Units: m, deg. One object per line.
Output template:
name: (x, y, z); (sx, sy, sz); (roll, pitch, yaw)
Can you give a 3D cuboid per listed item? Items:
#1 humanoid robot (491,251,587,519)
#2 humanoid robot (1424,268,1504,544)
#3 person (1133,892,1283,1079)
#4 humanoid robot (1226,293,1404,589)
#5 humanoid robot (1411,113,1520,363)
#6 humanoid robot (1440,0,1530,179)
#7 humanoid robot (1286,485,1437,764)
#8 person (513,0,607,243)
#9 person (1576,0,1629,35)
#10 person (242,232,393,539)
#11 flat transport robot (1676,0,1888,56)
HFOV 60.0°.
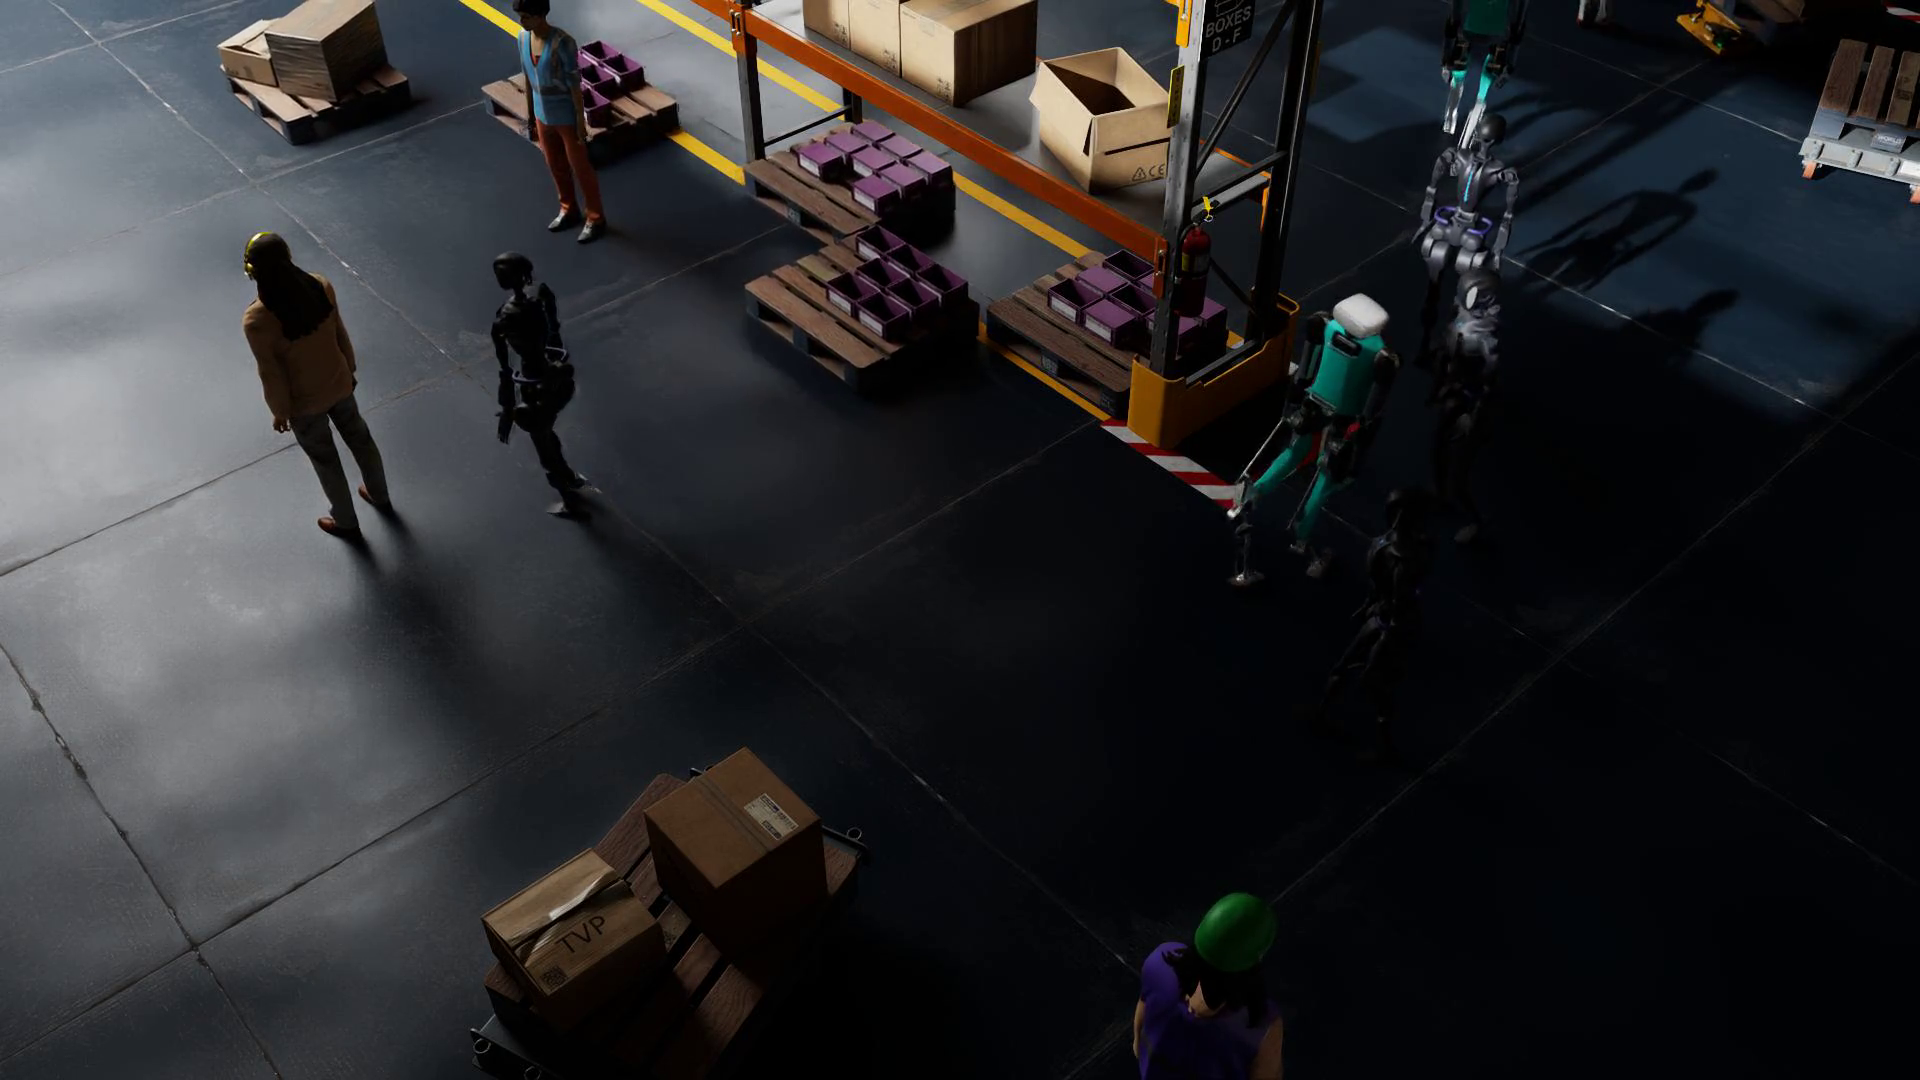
humanoid robot: (-2.278, -0.808, 8.938); (0.417, 1.647, 0.590); (14, 44, 14)
humanoid robot: (2.718, -0.730, 8.850); (0.418, 1.638, 0.588); (-9, 43, -9)
person: (0.849, 1.879, 5.823); (0.544, 1.929, 0.417); (28, 49, 27)
humanoid robot: (1.704, -0.367, 8.428); (0.866, 1.782, 0.575); (-32, 52, -30)
humanoid robot: (3.008, -1.814, 10.029); (0.584, 1.651, 0.426); (24, 48, 24)
humanoid robot: (3.702, -3.525, 11.878); (0.543, 1.811, 0.893); (11, 44, 12)
humanoid robot: (1.886, 0.408, 7.615); (0.570, 1.646, 0.583); (6, 43, 6)
person: (-2.687, -2.833, 11.077); (0.503, 1.758, 0.334); (21, 47, 21)
person: (5.367, -4.999, 13.397); (0.425, 1.821, 0.547); (-6, 43, -7)
person: (-3.398, -0.790, 8.769); (0.398, 1.875, 0.554); (24, 48, 24)
flat transport robot: (6.763, -4.291, 13.762); (1.431, 0.231, 0.659); (-9, 43, -10)
